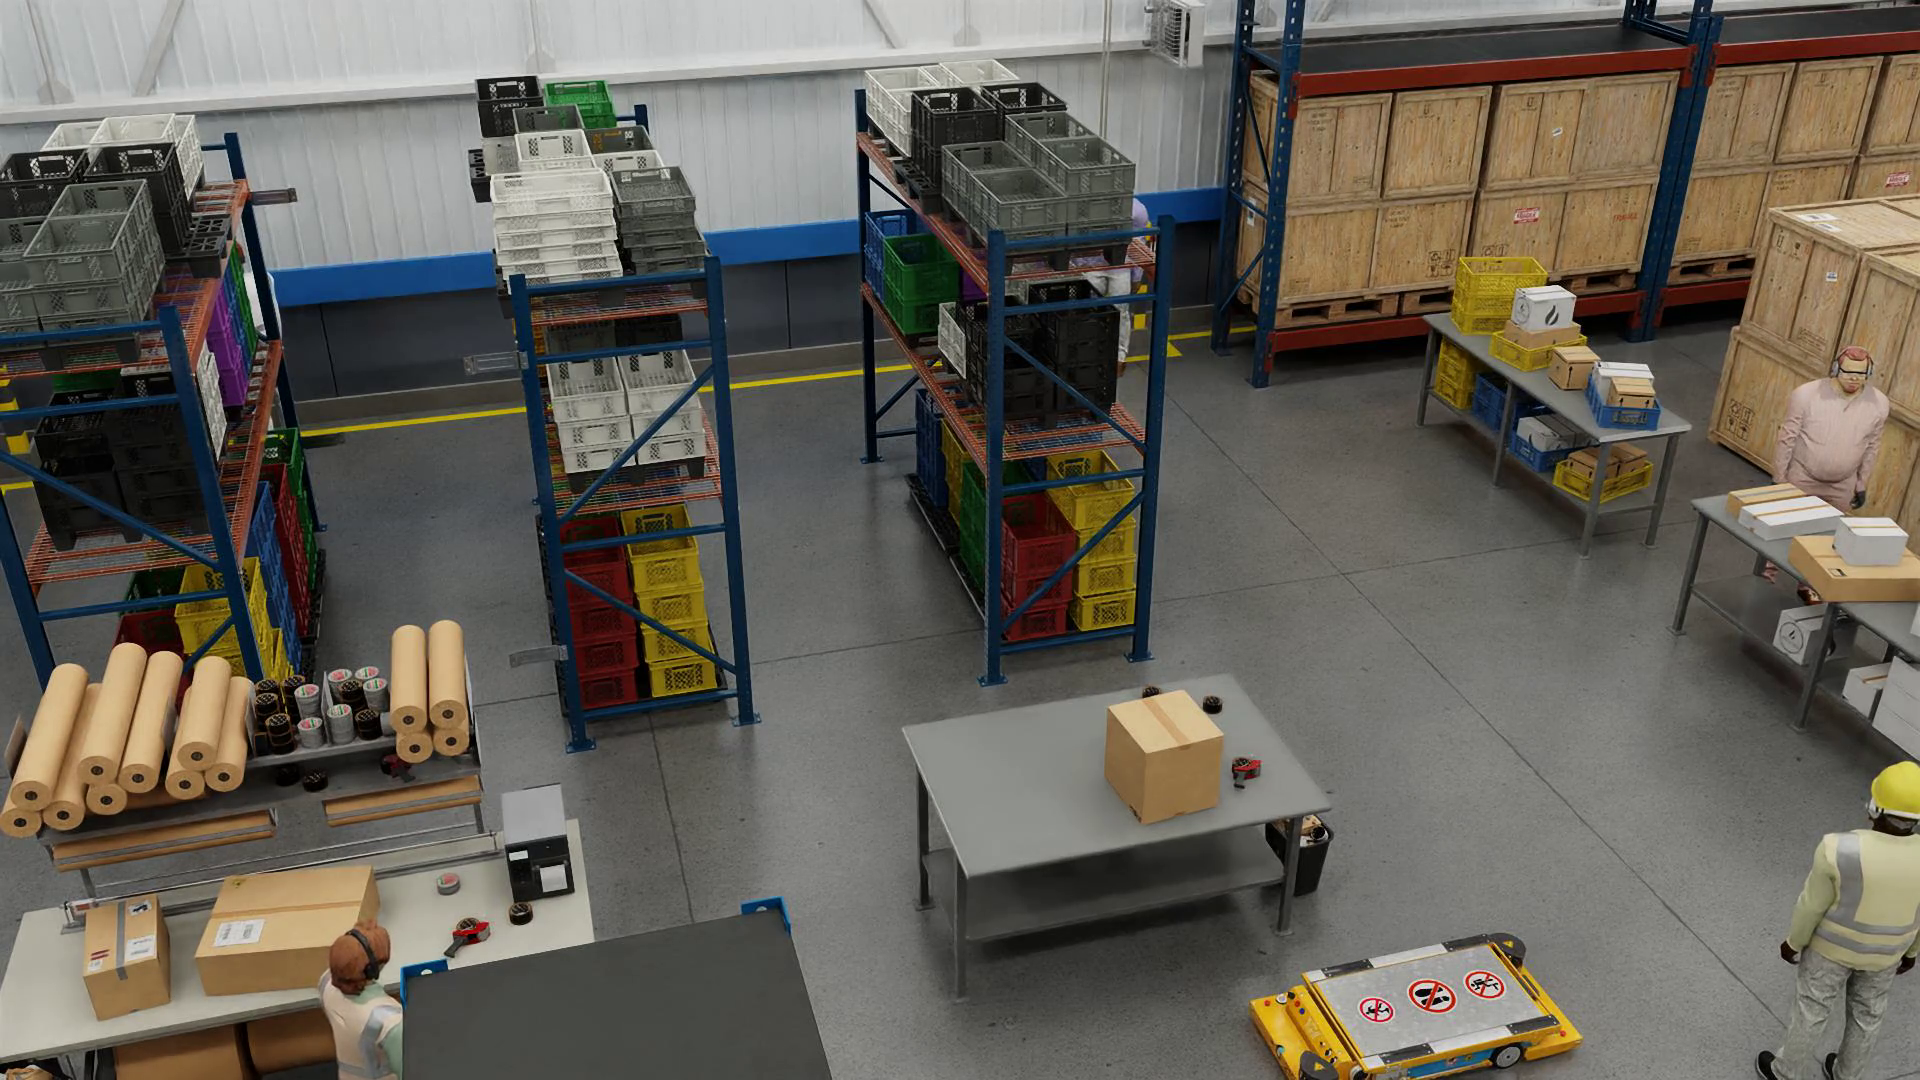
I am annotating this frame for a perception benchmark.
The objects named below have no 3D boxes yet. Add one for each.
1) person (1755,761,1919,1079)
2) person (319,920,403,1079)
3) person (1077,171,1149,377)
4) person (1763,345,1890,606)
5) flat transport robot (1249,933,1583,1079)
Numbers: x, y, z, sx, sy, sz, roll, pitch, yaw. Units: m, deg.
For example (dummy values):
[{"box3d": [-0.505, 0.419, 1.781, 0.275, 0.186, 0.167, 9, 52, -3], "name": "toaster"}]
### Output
[{"box3d": [3.946, 1.750, 7.338, 0.591, 1.833, 0.403, 2, 29, 4], "name": "person"}, {"box3d": [-2.310, 2.219, 6.692, 0.513, 1.632, 0.312, 21, 35, 33], "name": "person"}, {"box3d": [1.340, -2.399, 14.792, 0.629, 1.932, 0.363, 11, 31, 20], "name": "person"}, {"box3d": [5.788, -0.405, 11.183, 0.643, 1.909, 0.410, 5, 29, 8], "name": "person"}, {"box3d": [2.184, 2.282, 7.980, 1.431, 0.197, 0.652, -8, 30, -14], "name": "flat transport robot"}]
